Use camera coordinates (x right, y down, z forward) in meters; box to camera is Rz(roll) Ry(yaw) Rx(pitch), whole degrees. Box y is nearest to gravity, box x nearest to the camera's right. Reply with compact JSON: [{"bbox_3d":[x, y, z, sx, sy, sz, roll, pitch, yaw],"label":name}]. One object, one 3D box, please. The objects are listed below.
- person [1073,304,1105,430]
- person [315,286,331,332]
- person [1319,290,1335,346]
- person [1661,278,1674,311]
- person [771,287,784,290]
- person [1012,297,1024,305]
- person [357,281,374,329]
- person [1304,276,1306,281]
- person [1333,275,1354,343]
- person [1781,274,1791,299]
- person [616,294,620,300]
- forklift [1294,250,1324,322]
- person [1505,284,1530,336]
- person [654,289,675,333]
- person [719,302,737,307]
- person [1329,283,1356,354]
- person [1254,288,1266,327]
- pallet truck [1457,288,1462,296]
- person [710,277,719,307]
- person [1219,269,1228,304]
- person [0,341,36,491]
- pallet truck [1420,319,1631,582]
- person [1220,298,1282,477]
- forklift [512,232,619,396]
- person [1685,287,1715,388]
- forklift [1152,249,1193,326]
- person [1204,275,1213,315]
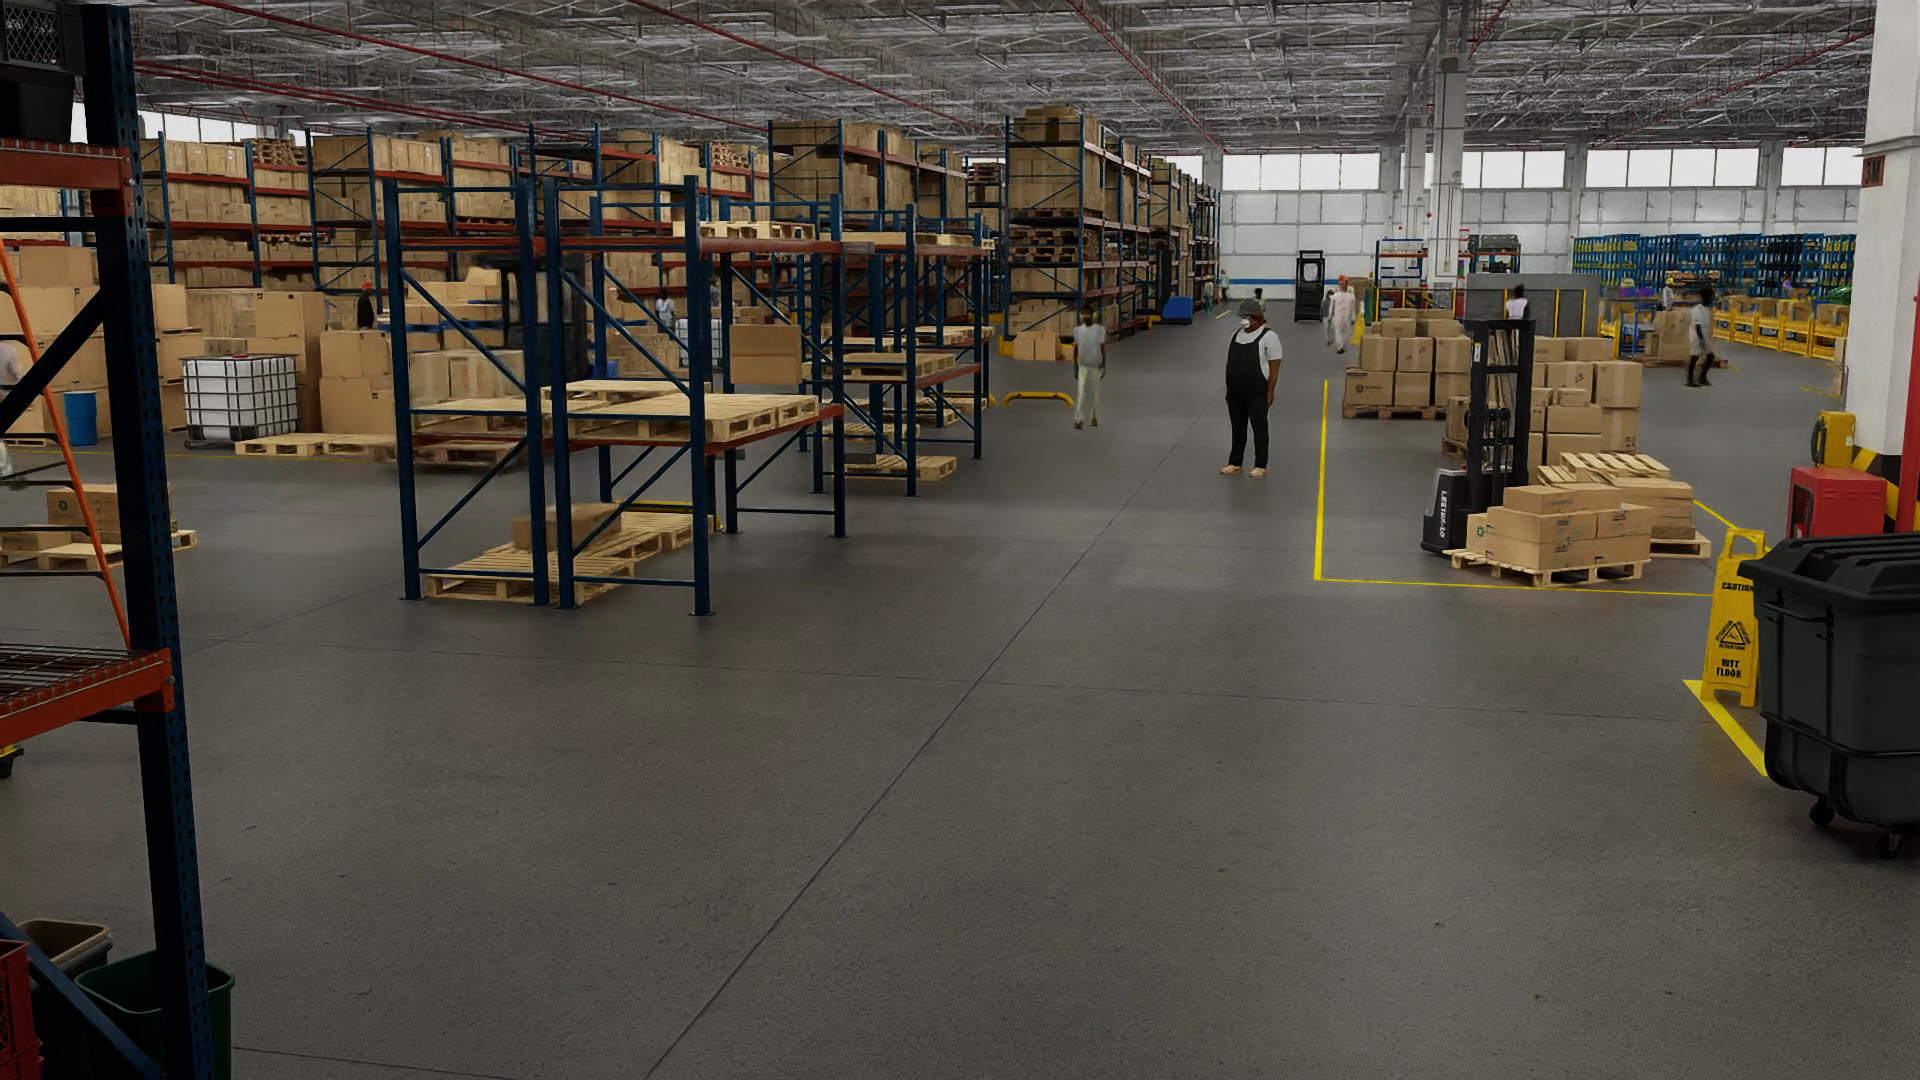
[{"bbox_3d":[1.887,-2.528,24.326,0.512,1.822,0.981,2,10,11],"label":"person"},{"bbox_3d":[-15.543,-5.293,40.719,0.659,1.802,0.901,6,11,31],"label":"person"},{"bbox_3d":[10.522,-6.324,47.406,0.539,1.596,0.763,3,10,17],"label":"person"},{"bbox_3d":[24.702,-8.227,58.060,0.403,1.822,0.596,7,12,34],"label":"person"},{"bbox_3d":[-7.978,-10.630,72.361,0.579,1.802,0.956,3,10,19],"label":"person"},{"bbox_3d":[2.033,-8.361,59.011,0.534,1.767,0.318,9,13,43],"label":"person"},{"bbox_3d":[-13.274,-4.796,37.232,0.392,1.991,0.612,-6,11,-30],"label":"person"},{"bbox_3d":[17.987,-13.044,87.157,0.519,1.628,0.383,-7,12,-36],"label":"person"},{"bbox_3d":[11.326,-6.831,49.228,0.627,2.008,0.848,4,10,20],"label":"person"},{"bbox_3d":[35.810,-10.615,72.121,0.571,1.846,0.382,-8,13,-40],"label":"person"},{"bbox_3d":[-8.441,-5.241,40.937,0.523,1.631,0.317,0,10,-2],"label":"person"},{"bbox_3d":[13.778,-10.002,65.433,1.129,2.768,1.873,2,10,12],"label":"forklift"},{"bbox_3d":[12.594,-4.818,37.589,0.383,1.918,0.594,-7,12,-36],"label":"person"},{"bbox_3d":[-8.195,-6.135,46.164,0.540,1.651,0.863,3,10,19],"label":"person"},{"bbox_3d":[-5.917,-5.505,42.479,0.523,1.636,0.309,-5,11,-29],"label":"person"},{"bbox_3d":[10.092,-5.849,43.885,0.651,1.864,0.984,1,10,5],"label":"person"},{"bbox_3d":[8.511,-6.357,47.484,0.546,1.644,0.886,-3,10,-15],"label":"person"},{"bbox_3d":[20.506,-9.785,68.819,0.653,1.274,1.630,2,10,12],"label":"pallet truck"},{"bbox_3d":[-7.547,-7.061,50.804,0.376,1.940,0.629,-6,11,-33],"label":"person"},{"bbox_3d":[14.450,-13.951,91.644,0.640,1.923,0.963,-8,13,-41],"label":"person"},{"bbox_3d":[-10.464,-1.477,17.951,1.061,1.886,0.641,5,11,28],"label":"person"},{"bbox_3d":[4.543,-0.757,13.299,0.823,1.965,1.885,-4,10,-22],"label":"pallet truck"},{"bbox_3d":[3.274,-1.734,18.956,0.538,2.000,0.690,-9,13,-44],"label":"person"},{"bbox_3d":[-5.367,-2.669,22.013,1.129,2.768,1.873,2,10,12],"label":"forklift"},{"bbox_3d":[14.249,-3.863,31.851,0.600,1.943,0.601,-8,12,-38],"label":"person"},{"bbox_3d":[7.646,-9.320,61.395,1.873,2.768,1.129,2,10,11],"label":"forklift"},{"bbox_3d":[11.104,-10.959,74.422,0.333,1.760,0.523,-7,12,-35],"label":"person"}]
